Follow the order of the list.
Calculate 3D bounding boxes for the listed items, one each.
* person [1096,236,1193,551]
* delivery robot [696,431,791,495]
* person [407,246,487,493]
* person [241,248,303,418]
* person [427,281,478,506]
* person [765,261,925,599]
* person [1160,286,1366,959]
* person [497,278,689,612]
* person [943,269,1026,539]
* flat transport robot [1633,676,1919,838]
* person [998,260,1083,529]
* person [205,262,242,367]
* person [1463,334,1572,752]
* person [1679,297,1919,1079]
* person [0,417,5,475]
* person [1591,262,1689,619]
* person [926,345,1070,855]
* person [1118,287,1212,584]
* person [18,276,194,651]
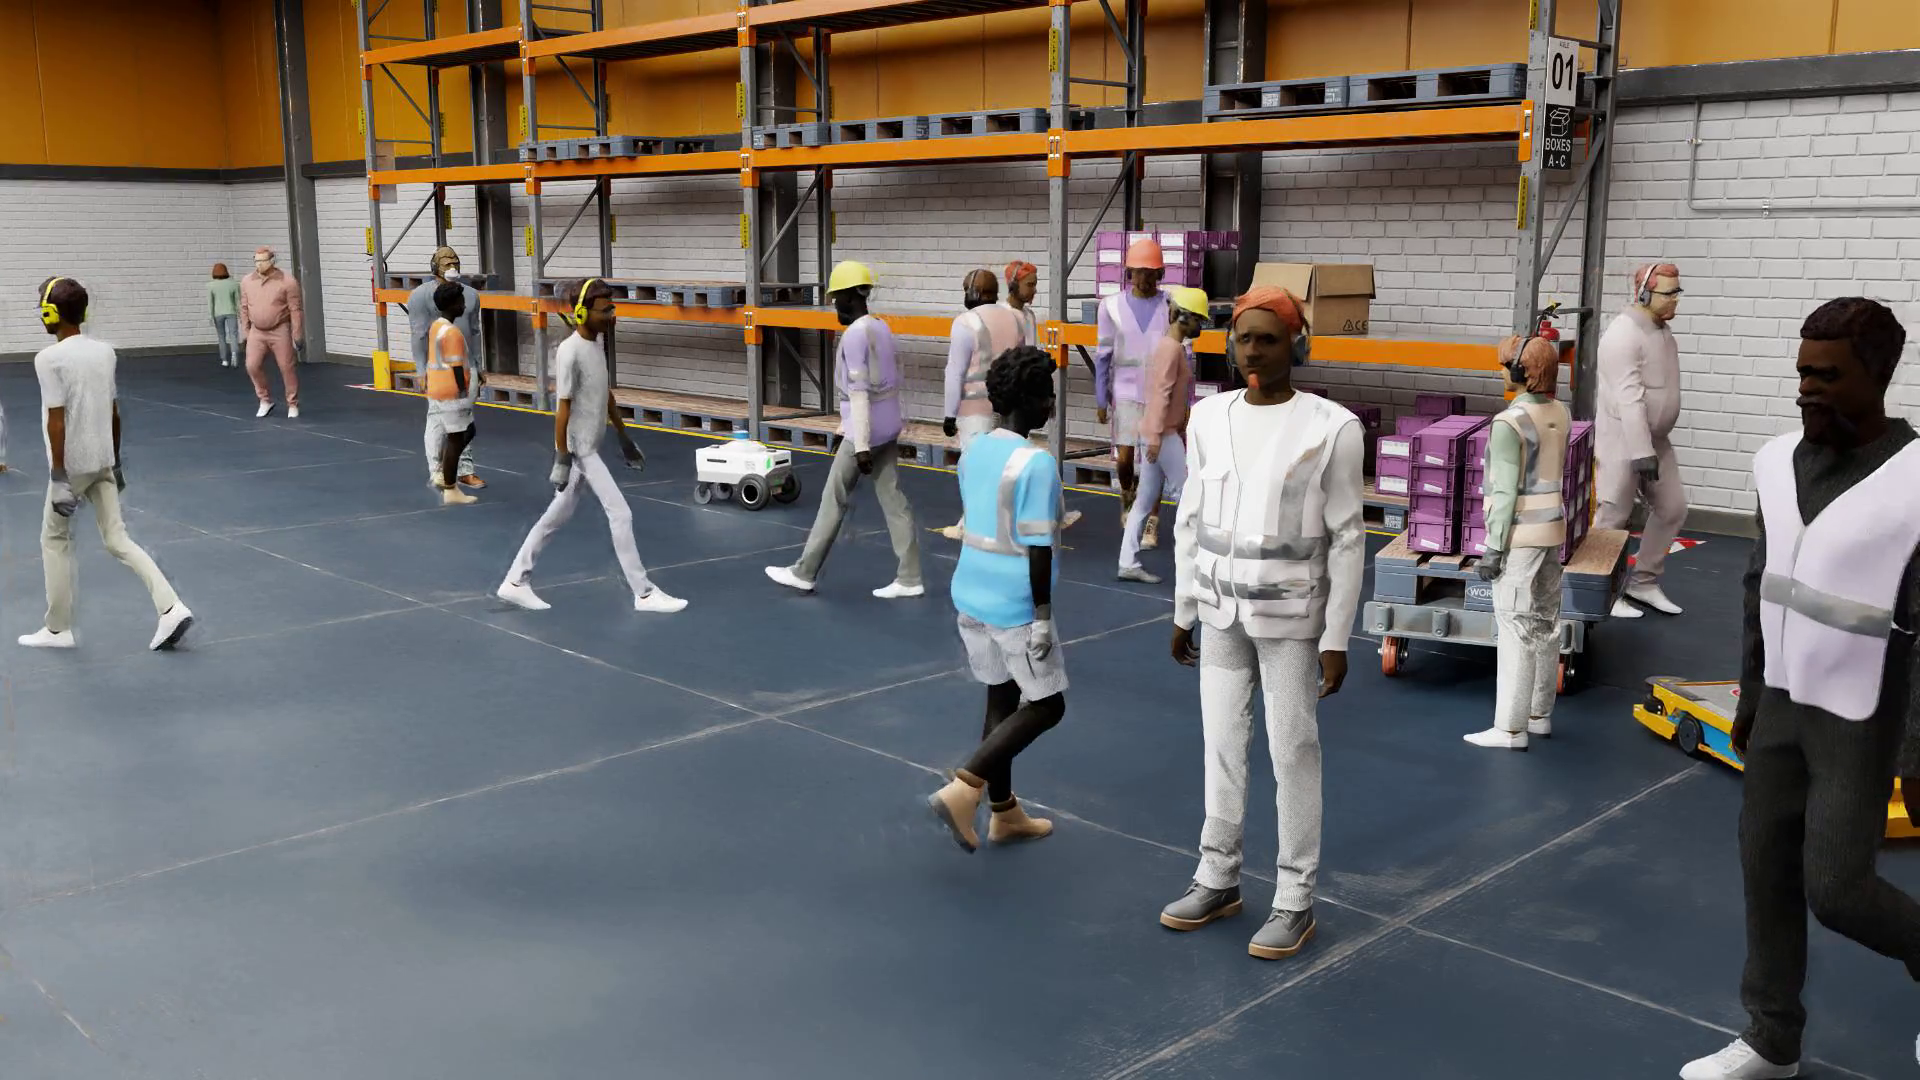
[{"bbox_3d":[1.196,-0.950,10.789,0.626,2.018,0.617,2,11,8],"label":"person"},{"bbox_3d":[-1.629,-0.577,12.489,0.707,0.478,0.477,6,12,27],"label":"delivery robot"},{"bbox_3d":[-4.040,-1.350,13.182,0.359,1.938,0.635,8,13,38],"label":"person"},{"bbox_3d":[-7.625,-2.276,18.414,0.685,1.882,0.552,0,10,0],"label":"person"},{"bbox_3d":[-3.790,-1.090,12.465,0.377,1.680,0.547,-5,12,-27],"label":"person"},{"bbox_3d":[-0.623,-0.604,9.287,0.982,1.872,0.591,4,11,19],"label":"person"},{"bbox_3d":[0.845,0.233,4.705,0.585,1.881,0.343,10,14,42],"label":"person"},{"bbox_3d":[-2.024,-0.484,8.843,1.019,1.809,0.526,-1,10,-5],"label":"person"},{"bbox_3d":[0.207,-0.845,10.783,0.814,1.812,0.643,9,13,39],"label":"person"},{"bbox_3d":[3.188,0.766,6.196,0.652,0.197,1.431,-1,10,-7],"label":"flat transport robot"},{"bbox_3d":[0.459,-0.952,11.268,0.971,1.838,0.599,6,12,28],"label":"person"},{"bbox_3d":[-11.337,-3.472,25.656,0.504,1.611,0.740,-5,11,-24],"label":"person"},{"bbox_3d":[2.215,0.015,6.552,0.514,1.642,0.314,-10,14,-43],"label":"person"},{"bbox_3d":[2.087,0.389,3.842,0.623,1.897,0.592,-3,11,-14],"label":"person"},{"bbox_3d":[-8.410,-1.491,14.019,0.699,1.913,0.633,5,11,24],"label":"person"},{"bbox_3d":[3.588,-0.497,8.687,0.644,1.882,0.589,-10,14,-42],"label":"person"},{"bbox_3d":[0.103,0.216,5.364,0.474,1.680,0.533,-6,12,-29],"label":"person"},{"bbox_3d":[1.273,-0.583,9.586,0.774,1.711,0.591,1,10,6],"label":"person"},{"bbox_3d":[-4.197,-0.351,8.061,0.918,1.829,0.528,3,11,15],"label":"person"}]
